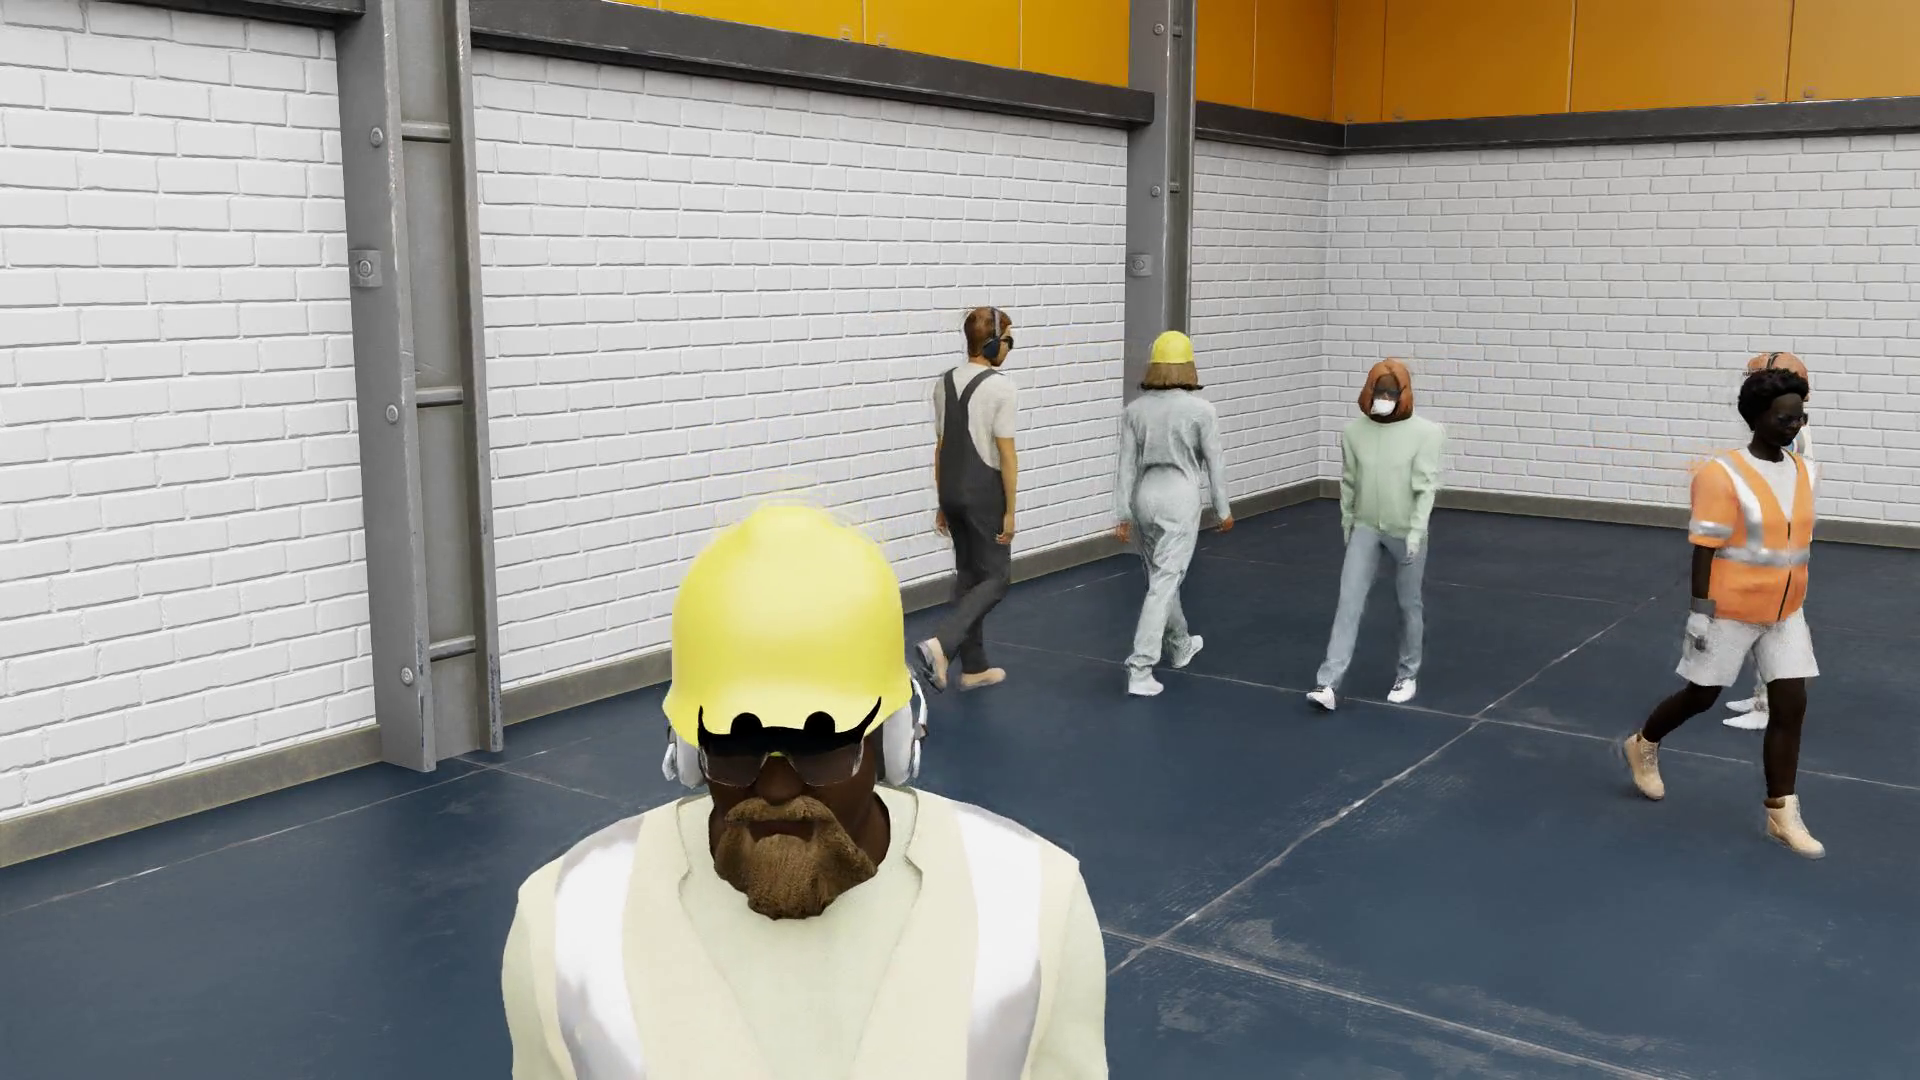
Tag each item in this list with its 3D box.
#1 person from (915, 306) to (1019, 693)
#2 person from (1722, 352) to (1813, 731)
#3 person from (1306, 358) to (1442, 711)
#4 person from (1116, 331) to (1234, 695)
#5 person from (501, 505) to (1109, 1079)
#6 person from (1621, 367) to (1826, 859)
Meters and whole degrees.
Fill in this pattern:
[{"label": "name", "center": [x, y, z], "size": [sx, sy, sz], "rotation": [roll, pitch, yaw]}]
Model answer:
[{"label": "person", "center": [0.021, -0.156, 7.649], "size": [0.532, 1.828, 0.631], "rotation": [9, 13, 42]}, {"label": "person", "center": [3.509, 0.011, 7.181], "size": [0.314, 1.636, 0.515], "rotation": [6, 11, 31]}, {"label": "person", "center": [1.872, -0.004, 7.421], "size": [0.494, 1.588, 0.837], "rotation": [7, 12, 35]}, {"label": "person", "center": [1.010, -0.142, 7.935], "size": [0.497, 1.689, 0.943], "rotation": [7, 12, 35]}, {"label": "person", "center": [-0.121, 0.876, 1.524], "size": [0.597, 1.810, 0.678], "rotation": [-2, 10, -9]}, {"label": "person", "center": [2.728, 0.212, 5.889], "size": [0.535, 1.670, 0.797], "rotation": [-3, 10, -18]}]
